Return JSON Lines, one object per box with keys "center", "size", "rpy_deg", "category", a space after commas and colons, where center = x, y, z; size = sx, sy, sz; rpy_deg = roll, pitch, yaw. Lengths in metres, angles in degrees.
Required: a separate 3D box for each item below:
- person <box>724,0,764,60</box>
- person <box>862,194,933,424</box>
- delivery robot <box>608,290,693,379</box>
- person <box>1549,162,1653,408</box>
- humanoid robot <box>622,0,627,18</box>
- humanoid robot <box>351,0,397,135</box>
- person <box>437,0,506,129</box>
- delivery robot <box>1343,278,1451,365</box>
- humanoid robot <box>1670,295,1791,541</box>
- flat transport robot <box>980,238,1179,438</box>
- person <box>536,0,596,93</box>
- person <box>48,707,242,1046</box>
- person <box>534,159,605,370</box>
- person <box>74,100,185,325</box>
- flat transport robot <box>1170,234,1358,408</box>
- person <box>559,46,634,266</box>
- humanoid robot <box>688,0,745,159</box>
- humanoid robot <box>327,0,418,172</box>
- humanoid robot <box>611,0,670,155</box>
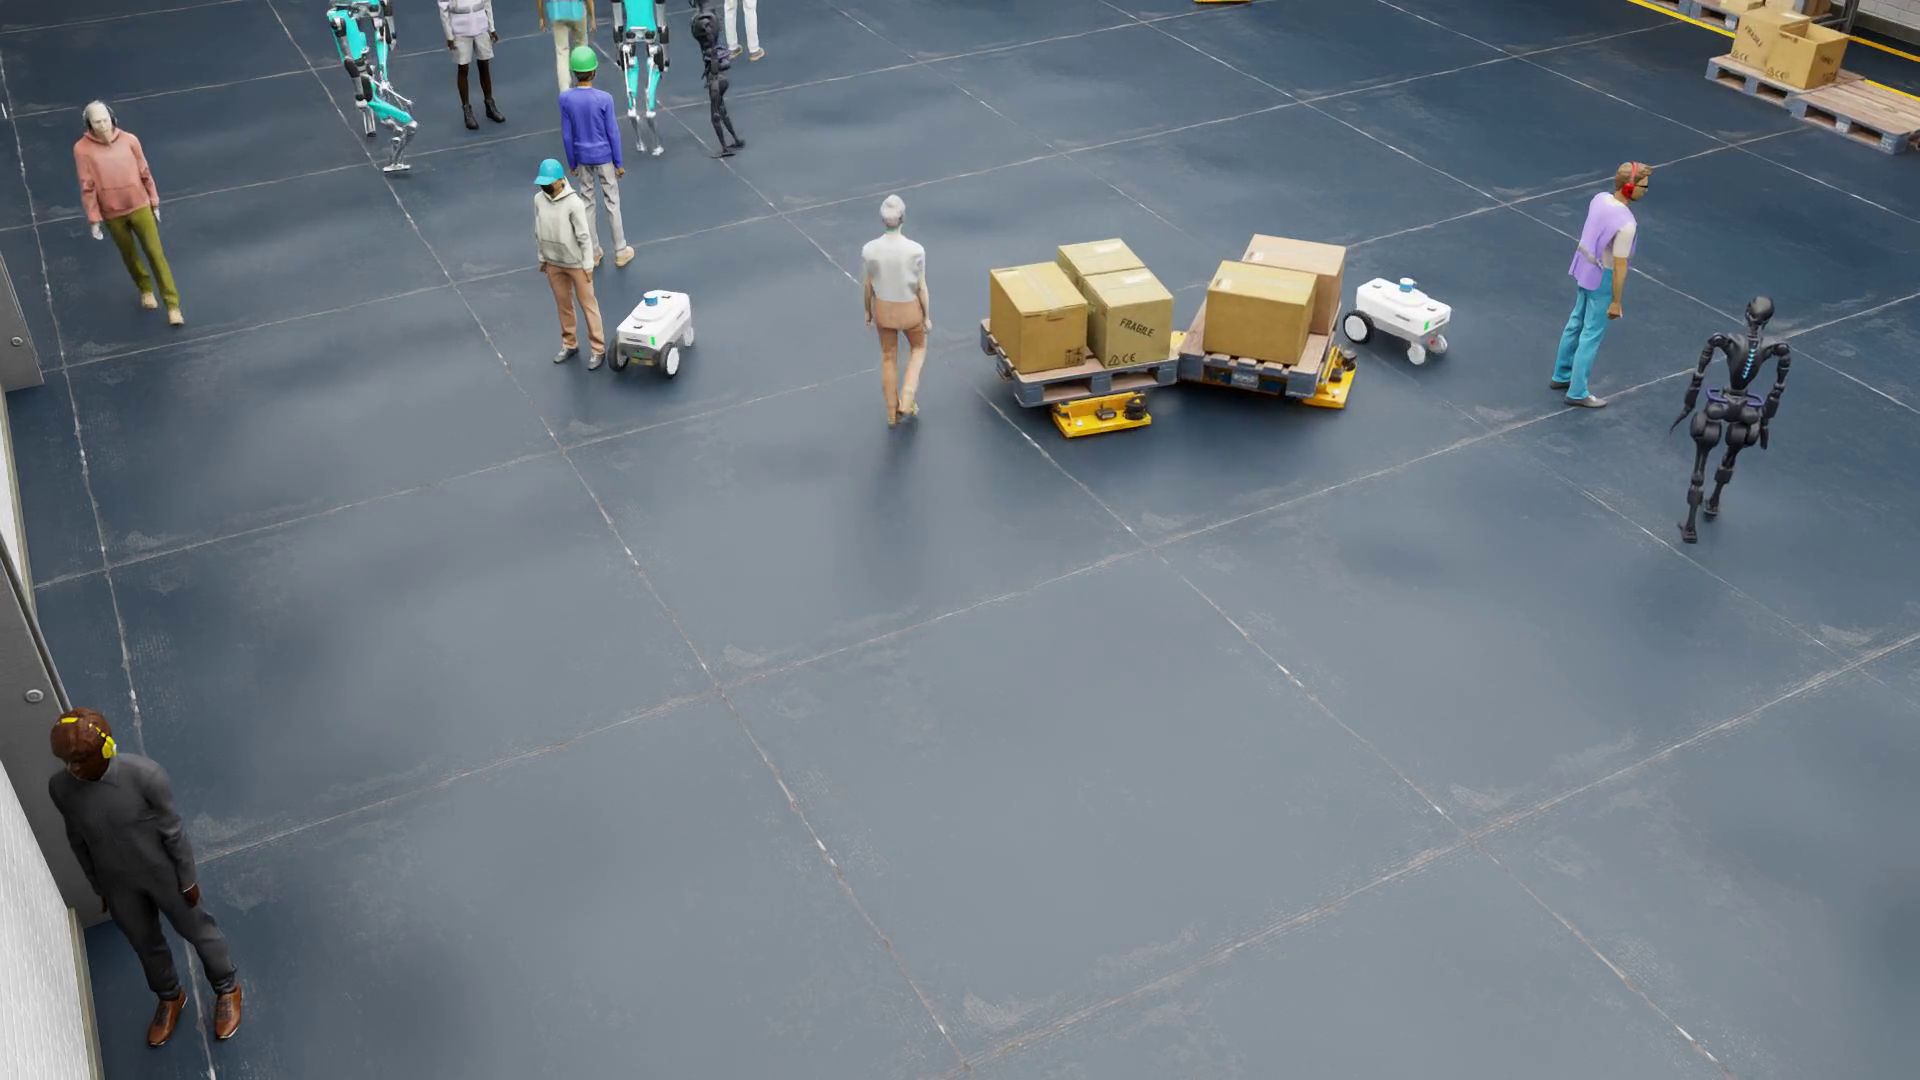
{"center": [-2.420, -6.203, 18.173], "size": [0.573, 1.879, 0.361], "rpy_deg": [10, 36, 13], "category": "person"}
{"center": [-0.428, -1.618, 11.745], "size": [0.511, 1.731, 0.395], "rpy_deg": [6, 36, 9], "category": "person"}
{"center": [-2.346, -1.620, 12.763], "size": [0.499, 0.576, 0.768], "rpy_deg": [9, 36, 13], "category": "delivery robot"}
{"center": [4.589, -1.840, 11.971], "size": [0.375, 1.841, 0.566], "rpy_deg": [-3, 35, -5], "category": "person"}
{"center": [-3.914, -6.939, 19.393], "size": [0.386, 1.643, 0.591], "rpy_deg": [-6, 35, -9], "category": "humanoid robot"}
{"center": [-5.889, -4.900, 16.526], "size": [0.547, 1.870, 0.834], "rpy_deg": [-4, 35, -6], "category": "humanoid robot"}
{"center": [-4.859, -5.076, 16.509], "size": [0.544, 1.938, 0.371], "rpy_deg": [-22, 41, -29], "category": "person"}
{"center": [3.438, -1.751, 12.958], "size": [0.499, 0.586, 0.772], "rpy_deg": [-27, 43, -33], "category": "delivery robot"}
{"center": [4.907, -0.810, 10.661], "size": [0.586, 1.636, 0.630], "rpy_deg": [8, 36, 12], "category": "humanoid robot"}
{"center": [0.864, -1.229, 12.470], "size": [0.659, 0.231, 1.431], "rpy_deg": [-10, 36, -14], "category": "flat transport robot"}
{"center": [-4.036, -5.386, 17.070], "size": [0.582, 1.808, 0.802], "rpy_deg": [-4, 35, -6], "category": "person"}
{"center": [-3.559, 1.465, 7.235], "size": [0.482, 1.869, 0.363], "rpy_deg": [-3, 35, -4], "category": "person"}
{"center": [-2.949, -2.057, 12.433], "size": [0.471, 1.669, 0.391], "rpy_deg": [13, 37, 18], "category": "person"}
{"center": [-6.531, -2.540, 13.018], "size": [0.540, 1.791, 0.941], "rpy_deg": [-17, 38, -22], "category": "person"}
{"center": [2.251, -1.337, 12.624], "size": [1.431, 0.231, 0.659], "rpy_deg": [11, 37, 16], "category": "flat transport robot"}
{"center": [-3.038, -3.180, 13.860], "size": [0.470, 1.871, 0.345], "rpy_deg": [1, 35, 2], "category": "person"}
{"center": [-2.325, -4.493, 15.924], "size": [0.441, 1.645, 0.612], "rpy_deg": [-9, 36, -13], "category": "humanoid robot"}
{"center": [-5.350, -4.177, 15.476], "size": [0.736, 1.873, 0.544], "rpy_deg": [-6, 35, -8], "category": "humanoid robot"}
{"center": [-3.045, -4.507, 15.874], "size": [0.541, 1.797, 0.704], "rpy_deg": [0, 35, 0], "category": "humanoid robot"}
